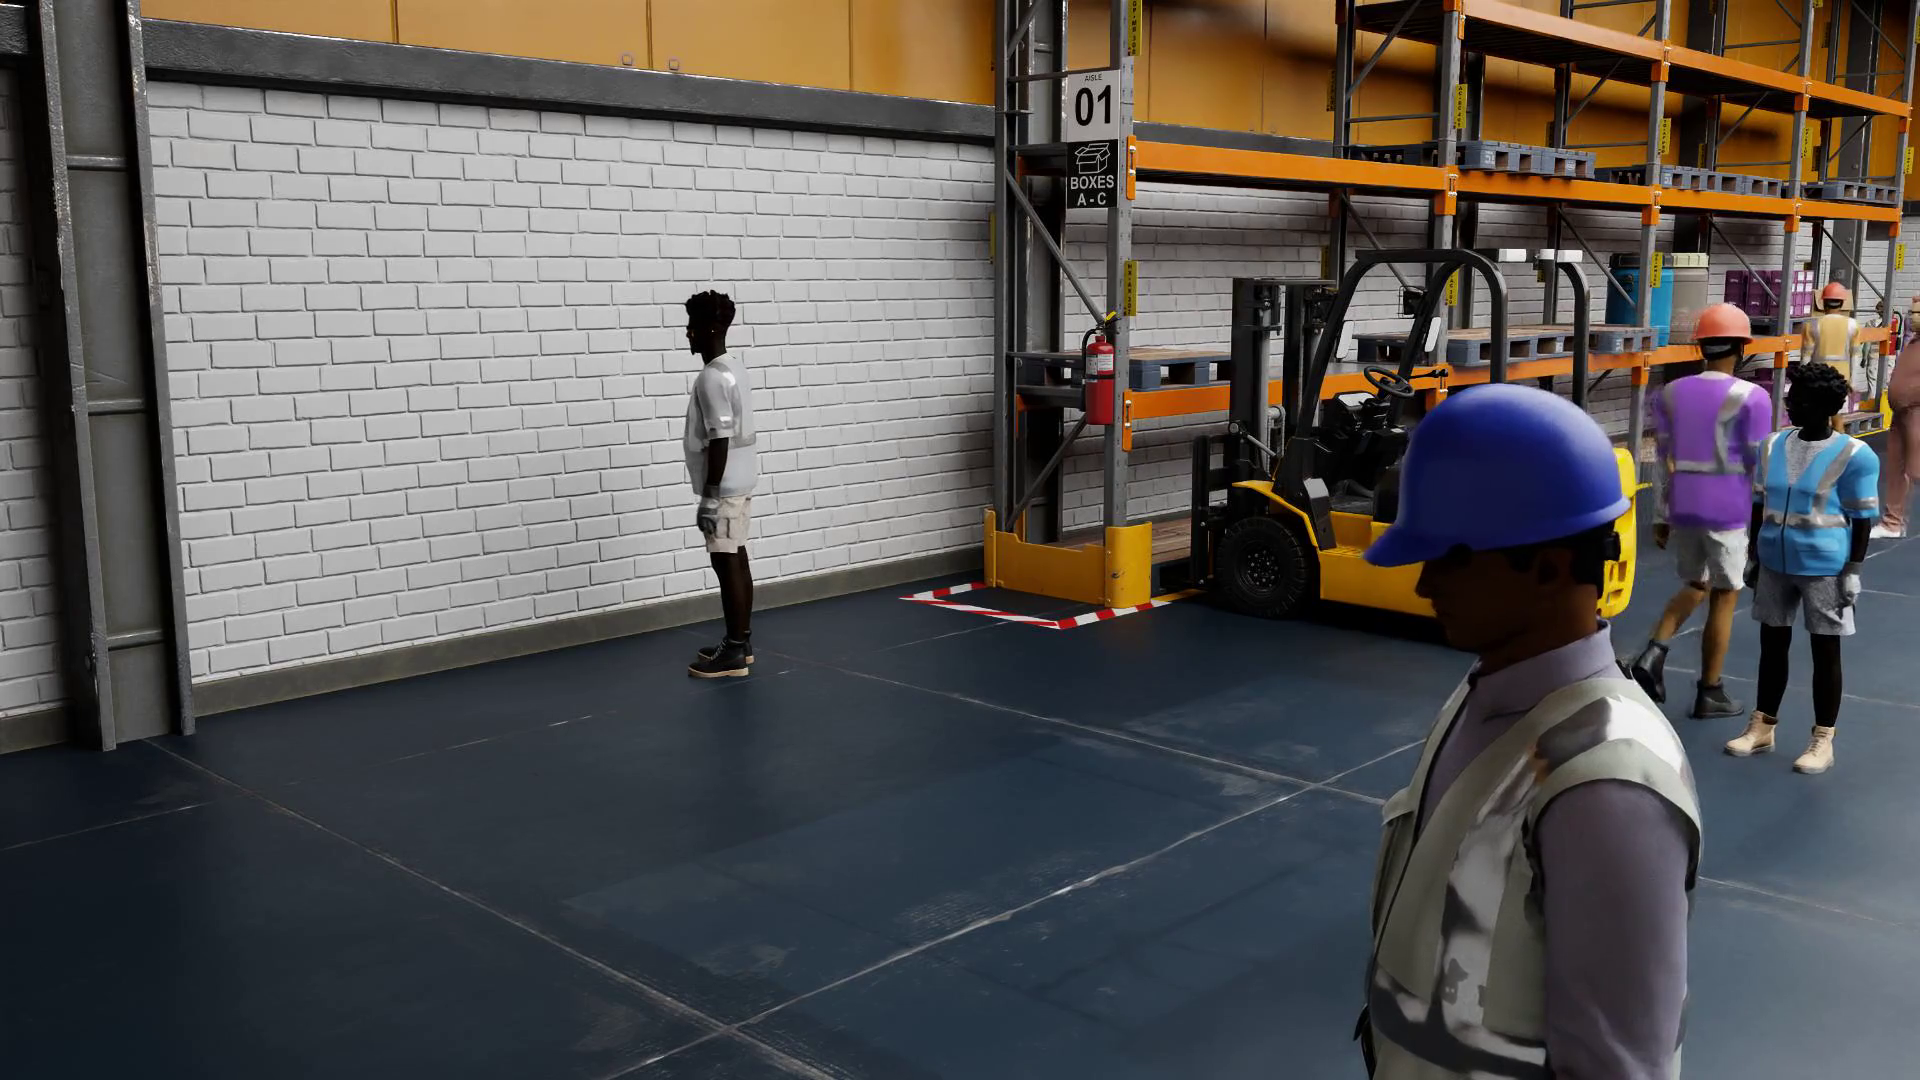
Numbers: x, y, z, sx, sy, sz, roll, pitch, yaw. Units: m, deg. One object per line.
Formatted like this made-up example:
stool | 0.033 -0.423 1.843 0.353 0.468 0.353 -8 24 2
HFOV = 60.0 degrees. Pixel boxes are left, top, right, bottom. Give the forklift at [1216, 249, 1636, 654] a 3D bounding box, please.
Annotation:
forklift | 2.710 -0.584 9.626 2.313 2.155 1.214 9 13 43

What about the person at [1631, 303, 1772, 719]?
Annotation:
person | 3.426 -0.116 7.609 0.489 1.915 0.595 -5 10 -26

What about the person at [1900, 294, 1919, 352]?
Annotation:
person | 11.005 -1.971 19.005 0.654 1.906 0.408 -1 9 -7

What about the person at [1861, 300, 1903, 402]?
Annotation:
person | 12.773 -2.500 23.068 0.520 1.639 0.312 1 9 4

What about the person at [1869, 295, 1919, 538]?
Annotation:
person | 7.337 -0.915 12.605 0.749 1.886 0.650 2 9 10

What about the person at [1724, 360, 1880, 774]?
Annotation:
person | 3.496 0.109 6.886 0.322 1.699 0.535 -5 11 -29

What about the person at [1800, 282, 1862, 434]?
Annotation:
person | 8.694 -1.606 16.674 0.551 1.934 0.373 2 10 15

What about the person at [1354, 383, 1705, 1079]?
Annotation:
person | 0.673 0.776 2.066 0.396 1.940 0.601 1 9 4

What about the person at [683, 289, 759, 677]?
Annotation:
person | -1.221 -0.283 8.475 0.373 1.966 0.607 1 9 4
